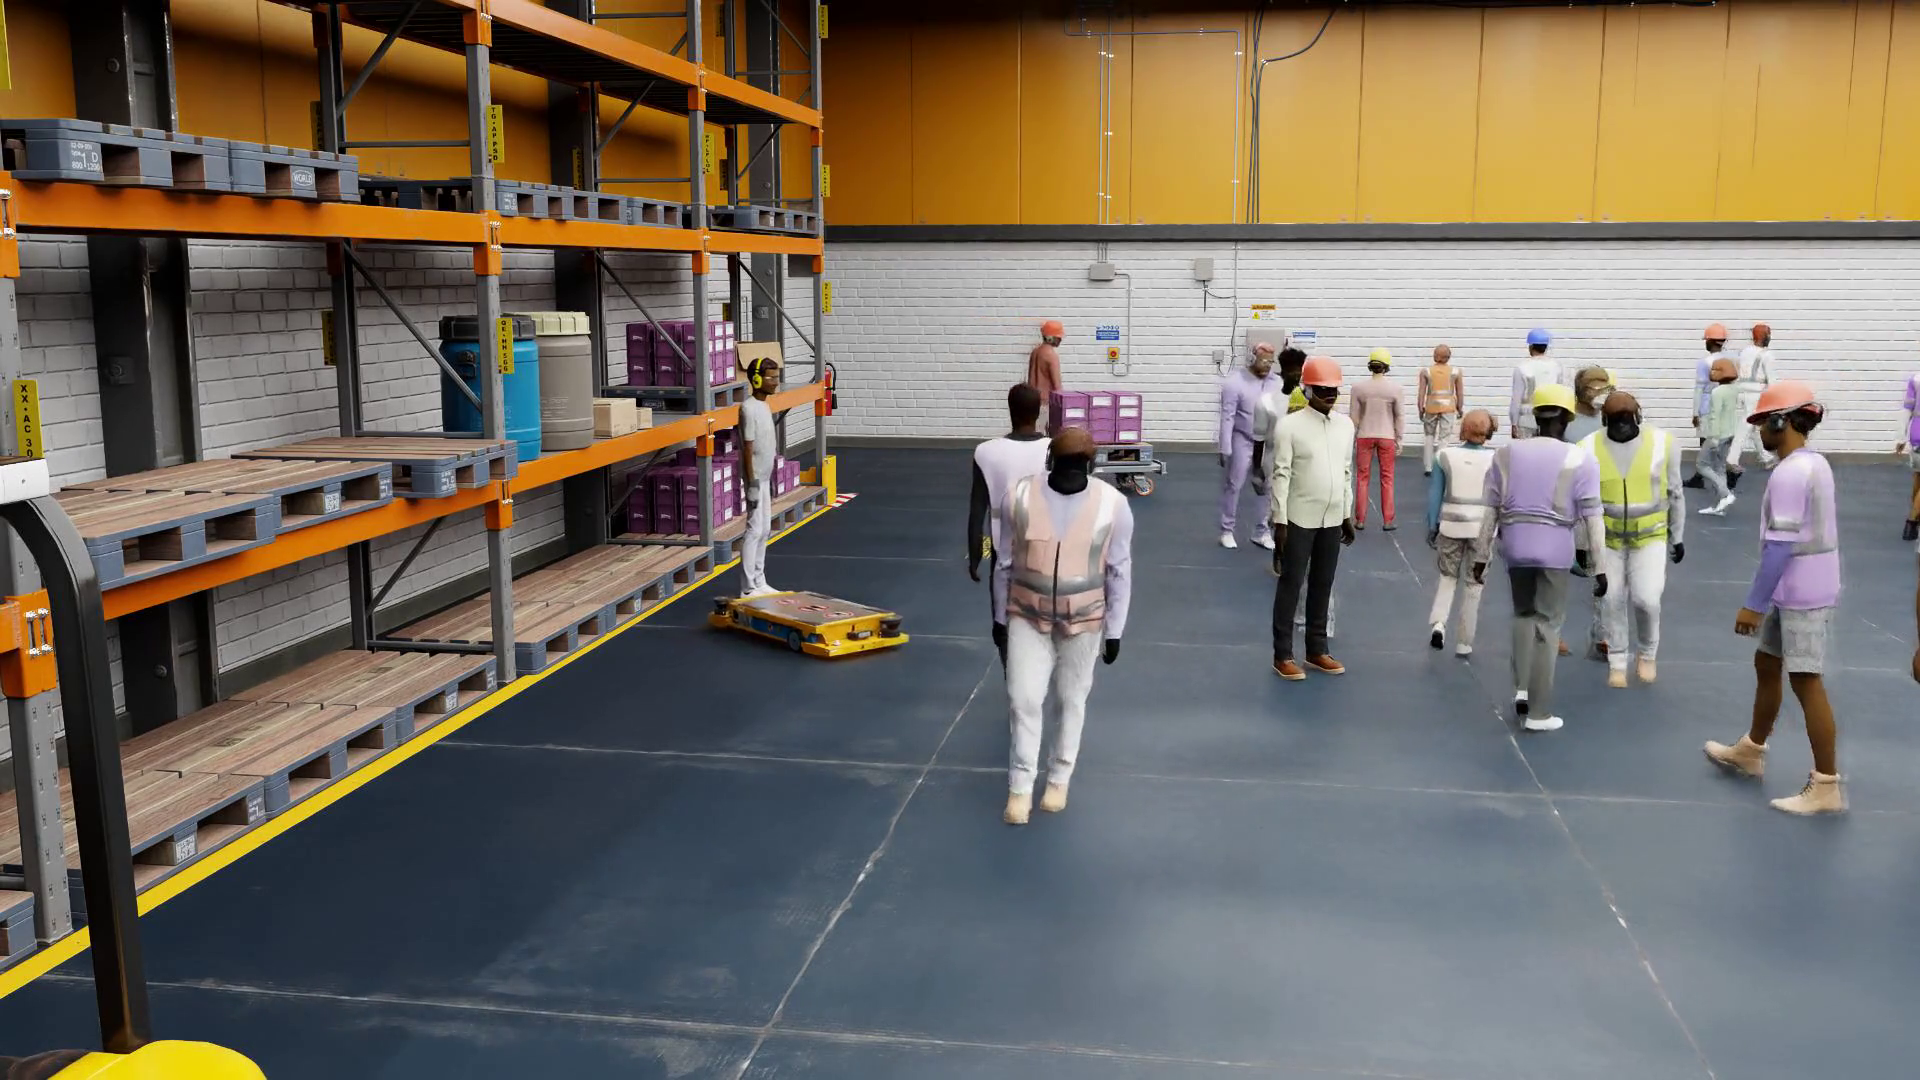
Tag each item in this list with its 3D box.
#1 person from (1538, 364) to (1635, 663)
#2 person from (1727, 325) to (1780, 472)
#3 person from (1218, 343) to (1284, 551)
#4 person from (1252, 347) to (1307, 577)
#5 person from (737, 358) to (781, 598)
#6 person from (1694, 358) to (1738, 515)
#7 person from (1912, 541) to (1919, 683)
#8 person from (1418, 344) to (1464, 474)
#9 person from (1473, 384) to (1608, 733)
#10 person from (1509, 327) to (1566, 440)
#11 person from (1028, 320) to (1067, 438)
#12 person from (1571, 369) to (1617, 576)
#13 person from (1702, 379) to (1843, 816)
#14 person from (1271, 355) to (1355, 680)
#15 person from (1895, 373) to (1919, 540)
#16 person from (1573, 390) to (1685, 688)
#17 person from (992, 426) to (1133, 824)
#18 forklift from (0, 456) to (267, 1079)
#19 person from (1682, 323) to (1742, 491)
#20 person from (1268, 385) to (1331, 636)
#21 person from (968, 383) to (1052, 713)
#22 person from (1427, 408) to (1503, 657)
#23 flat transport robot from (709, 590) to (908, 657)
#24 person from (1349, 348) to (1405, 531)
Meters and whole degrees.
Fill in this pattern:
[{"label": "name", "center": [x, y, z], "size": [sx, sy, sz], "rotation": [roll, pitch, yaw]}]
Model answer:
[{"label": "person", "center": [4.006, -0.152, 10.607], "size": [0.639, 1.908, 0.836], "rotation": [-3, 10, -17]}, {"label": "person", "center": [9.942, -1.749, 20.679], "size": [0.983, 1.830, 0.607], "rotation": [-2, 9, -12]}, {"label": "person", "center": [2.646, -0.830, 14.903], "size": [0.778, 1.860, 0.752], "rotation": [-4, 10, -24]}, {"label": "person", "center": [2.612, -0.589, 13.267], "size": [0.597, 1.926, 0.989], "rotation": [-1, 9, -7]}, {"label": "person", "center": [-1.508, -0.444, 12.563], "size": [0.327, 1.861, 0.541], "rotation": [2, 9, 9]}, {"label": "person", "center": [7.755, -1.045, 16.993], "size": [0.505, 1.622, 0.378], "rotation": [-7, 12, -38]}, {"label": "person", "center": [4.398, 0.364, 7.004], "size": [0.706, 2.000, 0.975], "rotation": [3, 10, 19]}, {"label": "person", "center": [5.836, -1.562, 20.176], "size": [0.522, 1.619, 0.618], "rotation": [4, 10, 22]}, {"label": "person", "center": [3.177, 0.097, 9.127], "size": [0.727, 1.881, 0.549], "rotation": [8, 12, 41]}, {"label": "person", "center": [5.969, -1.229, 17.188], "size": [0.609, 1.930, 0.658], "rotation": [-2, 10, -15]}, {"label": "person", "center": [1.000, -1.634, 19.685], "size": [1.055, 1.927, 0.630], "rotation": [-3, 10, -20]}, {"label": "person", "center": [5.108, -0.500, 13.290], "size": [0.527, 1.726, 0.906], "rotation": [-1, 9, -8]}, {"label": "person", "center": [3.890, 0.258, 7.842], "size": [0.761, 1.997, 0.690], "rotation": [6, 11, 34]}, {"label": "person", "center": [2.187, -0.137, 10.236], "size": [0.623, 1.992, 0.397], "rotation": [-5, 10, -29]}, {"label": "person", "center": [9.176, -0.947, 15.615], "size": [0.956, 1.865, 0.577], "rotation": [-7, 12, -37]}, {"label": "person", "center": [3.979, 0.000, 9.966], "size": [0.661, 1.812, 0.445], "rotation": [4, 10, 25]}, {"label": "person", "center": [0.452, 0.391, 7.537], "size": [0.641, 1.811, 0.693], "rotation": [1, 9, 7]}, {"label": "forklift", "center": [-2.328, 0.975, 2.765], "size": [2.313, 2.155, 1.214], "rotation": [1, 9, 9]}, {"label": "person", "center": [8.586, -1.493, 18.866], "size": [0.548, 1.915, 0.828], "rotation": [-4, 10, -23]}, {"label": "person", "center": [2.352, -0.214, 11.539], "size": [0.493, 1.714, 0.691], "rotation": [-8, 12, -39]}, {"label": "person", "center": [0.354, 0.046, 9.484], "size": [0.602, 1.885, 0.957], "rotation": [-1, 9, -8]}, {"label": "person", "center": [3.295, -0.039, 10.754], "size": [0.530, 1.622, 0.373], "rotation": [5, 10, 29]}, {"label": "flat transport robot", "center": [-1.051, 0.545, 11.331], "size": [0.652, 0.197, 1.431], "rotation": [-8, 12, -40]}, {"label": "person", "center": [4.019, -0.969, 16.071], "size": [0.527, 1.768, 0.331], "rotation": [3, 10, 20]}]
